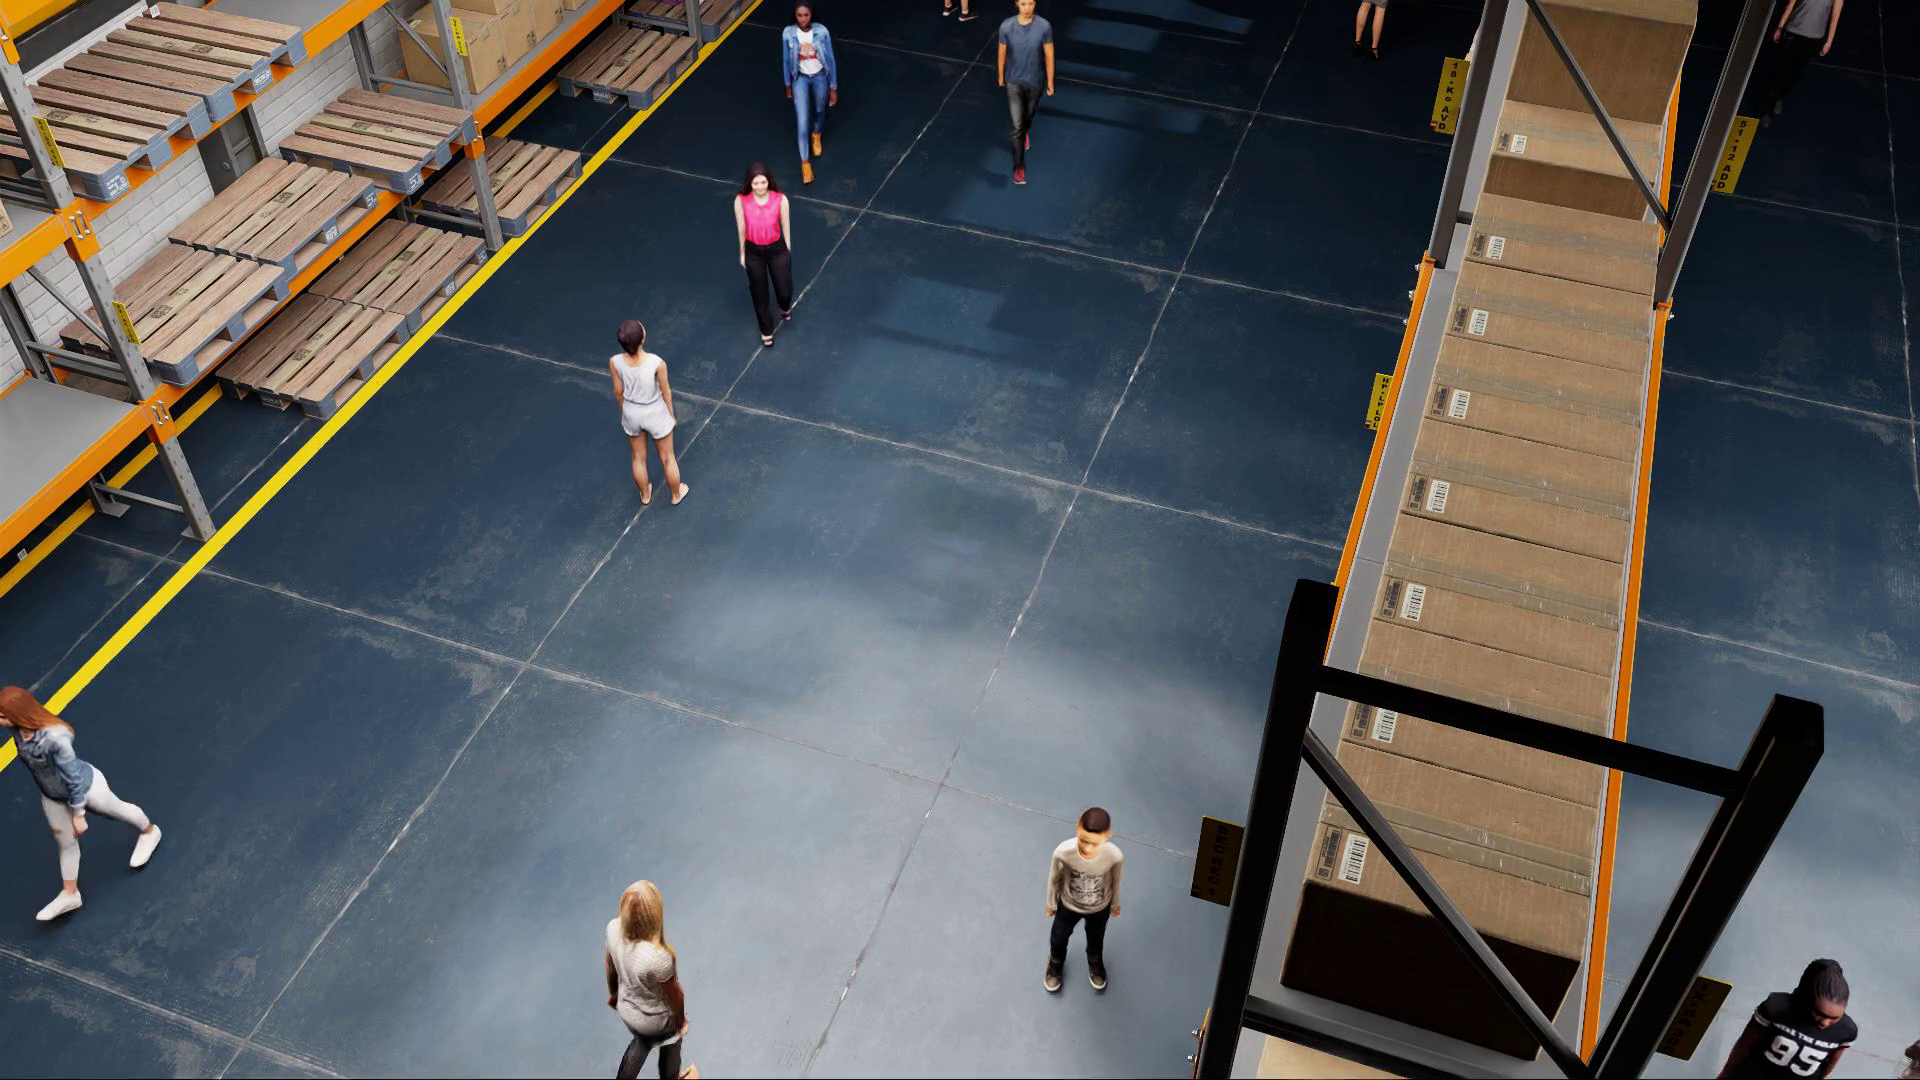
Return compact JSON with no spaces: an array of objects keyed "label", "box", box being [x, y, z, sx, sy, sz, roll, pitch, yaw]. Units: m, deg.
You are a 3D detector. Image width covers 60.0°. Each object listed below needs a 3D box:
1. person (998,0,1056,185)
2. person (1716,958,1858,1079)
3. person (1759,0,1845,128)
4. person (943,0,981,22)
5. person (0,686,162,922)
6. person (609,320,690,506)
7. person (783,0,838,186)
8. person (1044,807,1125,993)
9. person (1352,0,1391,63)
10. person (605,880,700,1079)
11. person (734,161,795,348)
[{"label":"person","box":[0.600,-4.295,15.384,0.999,1.759,1.293,-3,44,-3]},{"label":"person","box":[4.008,2.564,8.211,0.623,1.723,0.747,16,46,16]},{"label":"person","box":[8.134,-4.910,16.054,0.686,1.725,1.032,12,45,12]},{"label":"person","box":[-0.022,-6.379,17.596,0.634,1.725,0.606,28,50,26]},{"label":"person","box":[-5.000,1.359,9.521,0.626,1.660,1.028,14,45,14]},{"label":"person","box":[-2.254,-0.904,11.936,0.617,1.605,0.606,3,44,3]},{"label":"person","box":[-1.372,-4.236,15.391,1.023,1.663,1.294,-5,44,-5]},{"label":"person","box":[0.681,1.940,9.055,0.619,1.462,0.602,-1,44,-1]},{"label":"person","box":[4.256,-5.743,16.843,0.684,1.843,0.662,31,52,28]},{"label":"person","box":[-1.609,2.437,8.290,0.726,1.797,0.920,25,49,24]},{"label":"person","box":[-1.579,-2.341,13.412,0.733,1.650,0.809,-5,44,-5]}]
